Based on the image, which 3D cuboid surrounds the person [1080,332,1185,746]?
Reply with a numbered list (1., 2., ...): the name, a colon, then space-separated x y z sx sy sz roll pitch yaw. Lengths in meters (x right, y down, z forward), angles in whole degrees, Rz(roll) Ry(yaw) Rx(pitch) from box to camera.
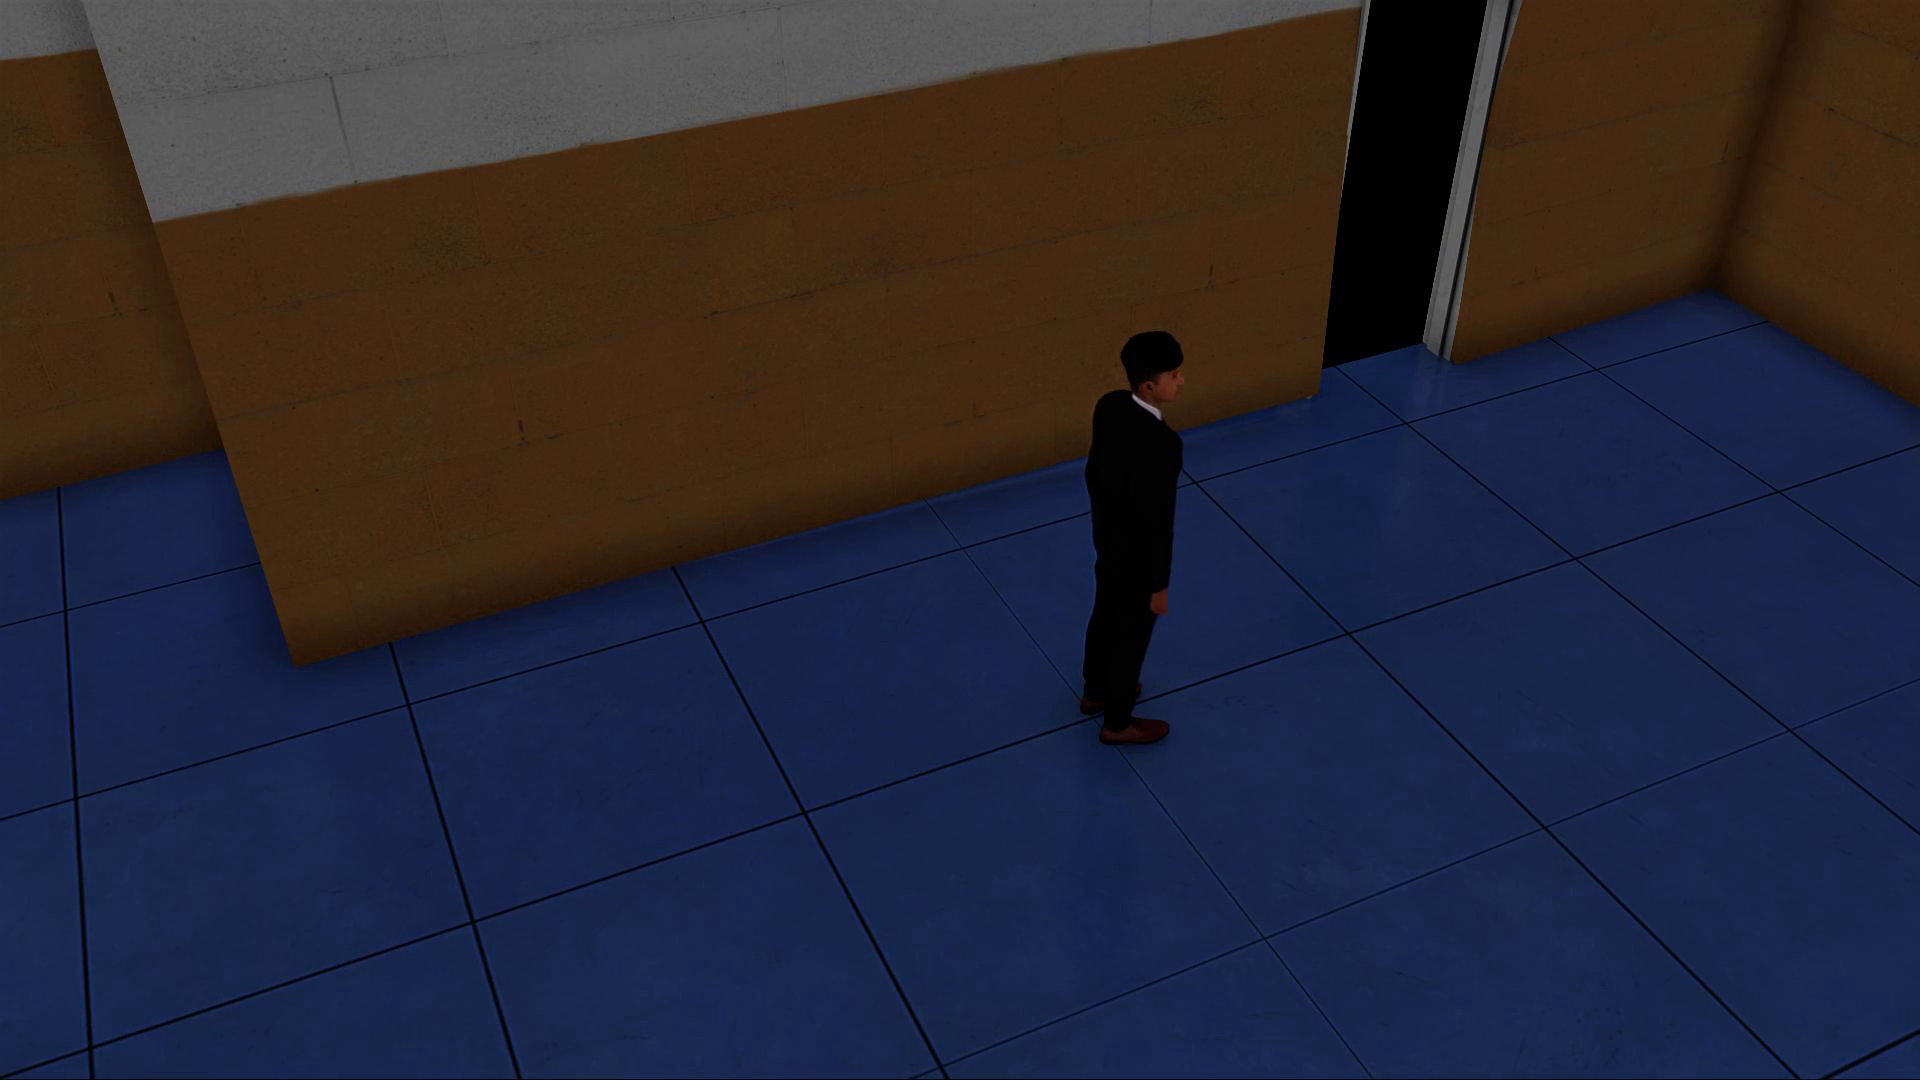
1. person: 0.671 0.013 6.617 0.772 1.876 0.502 -13 39 -16
